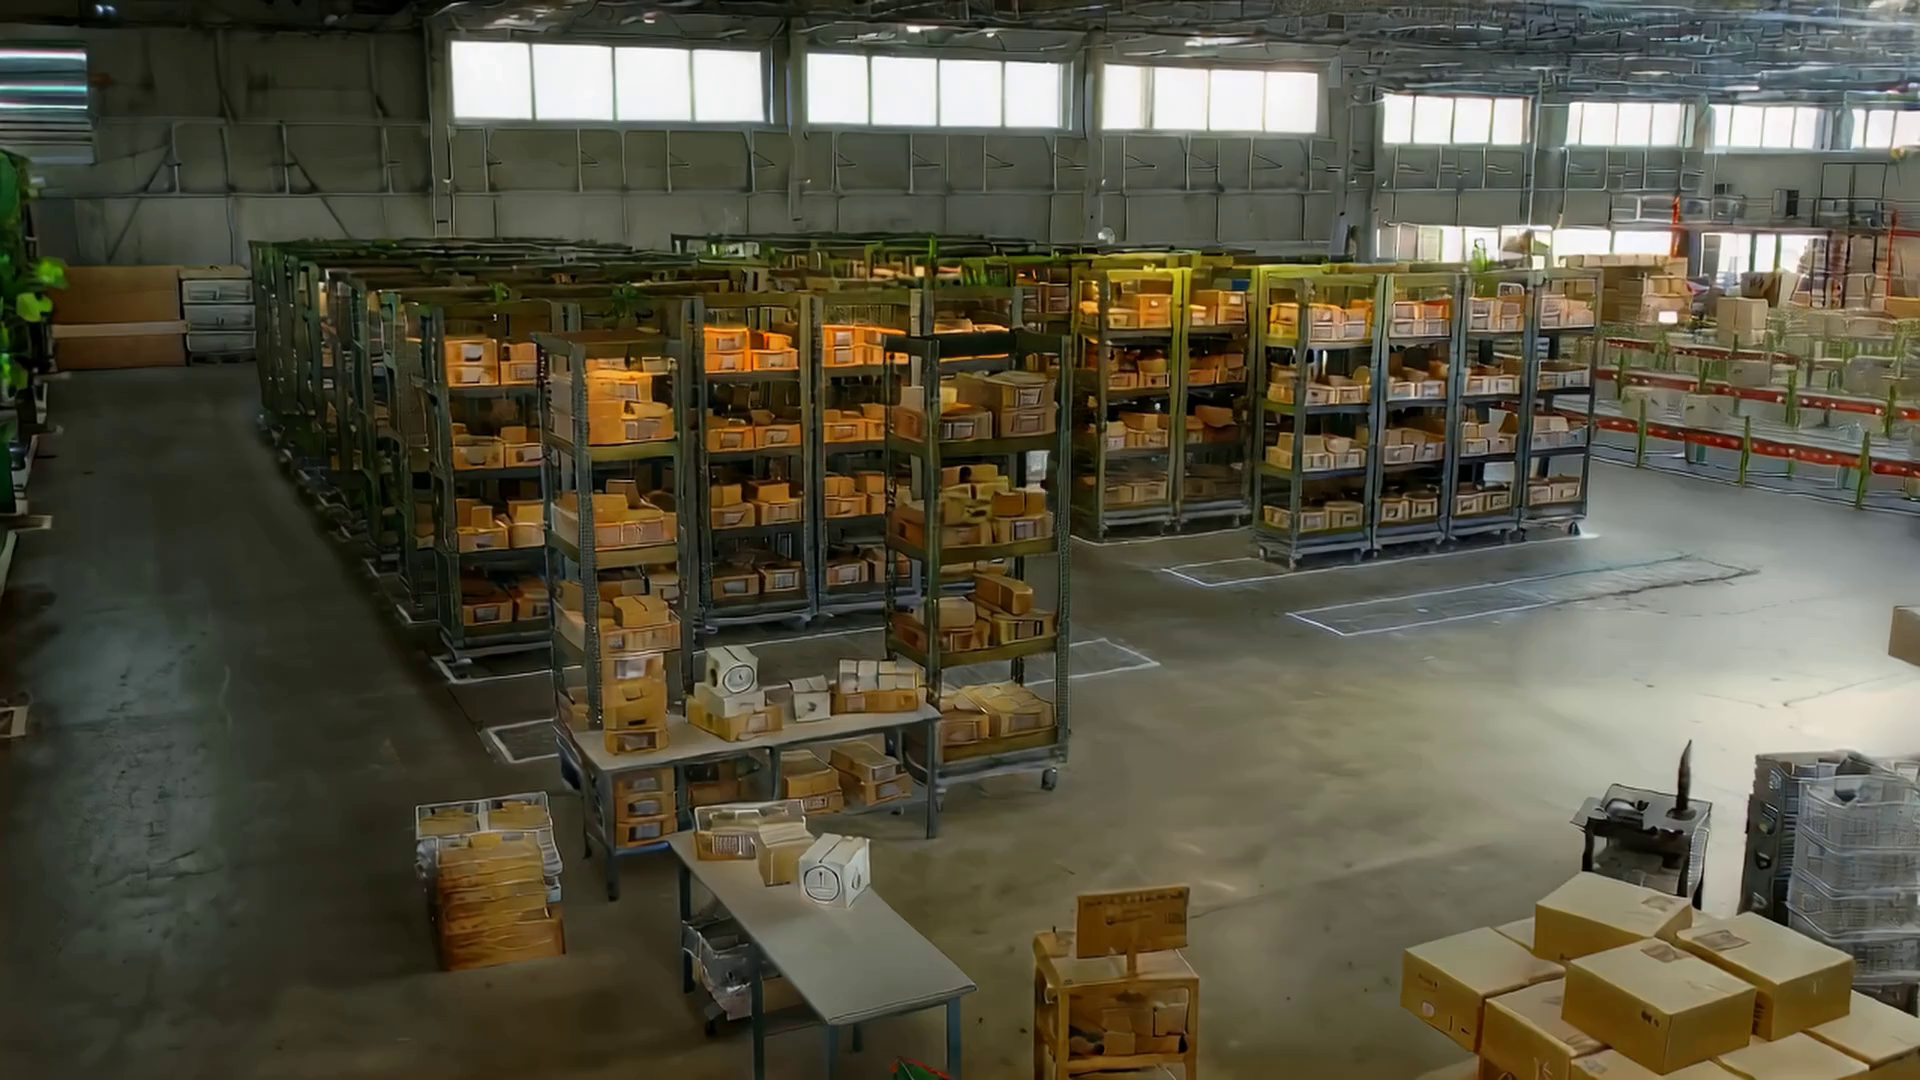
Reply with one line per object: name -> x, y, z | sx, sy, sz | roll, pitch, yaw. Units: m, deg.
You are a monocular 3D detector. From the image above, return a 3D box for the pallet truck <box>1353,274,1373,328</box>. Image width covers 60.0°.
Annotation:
pallet truck -> 13.011, -8.050, 55.243 | 0.823, 1.965, 1.885 | -7, 14, -28

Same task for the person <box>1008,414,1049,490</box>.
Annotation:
person -> 0.868, -0.739, 21.457 | 0.618, 1.820, 0.430 | -8, 14, -33

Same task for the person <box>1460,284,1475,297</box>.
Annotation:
person -> 15.581, -7.255, 51.416 | 0.615, 2.041, 0.385 | -4, 13, -18

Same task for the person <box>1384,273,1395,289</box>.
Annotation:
person -> 13.686, -7.658, 53.615 | 0.408, 1.913, 0.641 | -9, 15, -35

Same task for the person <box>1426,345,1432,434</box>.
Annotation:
person -> 8.174, -2.453, 29.186 | 0.408, 1.942, 0.615 | 0, 12, 0
